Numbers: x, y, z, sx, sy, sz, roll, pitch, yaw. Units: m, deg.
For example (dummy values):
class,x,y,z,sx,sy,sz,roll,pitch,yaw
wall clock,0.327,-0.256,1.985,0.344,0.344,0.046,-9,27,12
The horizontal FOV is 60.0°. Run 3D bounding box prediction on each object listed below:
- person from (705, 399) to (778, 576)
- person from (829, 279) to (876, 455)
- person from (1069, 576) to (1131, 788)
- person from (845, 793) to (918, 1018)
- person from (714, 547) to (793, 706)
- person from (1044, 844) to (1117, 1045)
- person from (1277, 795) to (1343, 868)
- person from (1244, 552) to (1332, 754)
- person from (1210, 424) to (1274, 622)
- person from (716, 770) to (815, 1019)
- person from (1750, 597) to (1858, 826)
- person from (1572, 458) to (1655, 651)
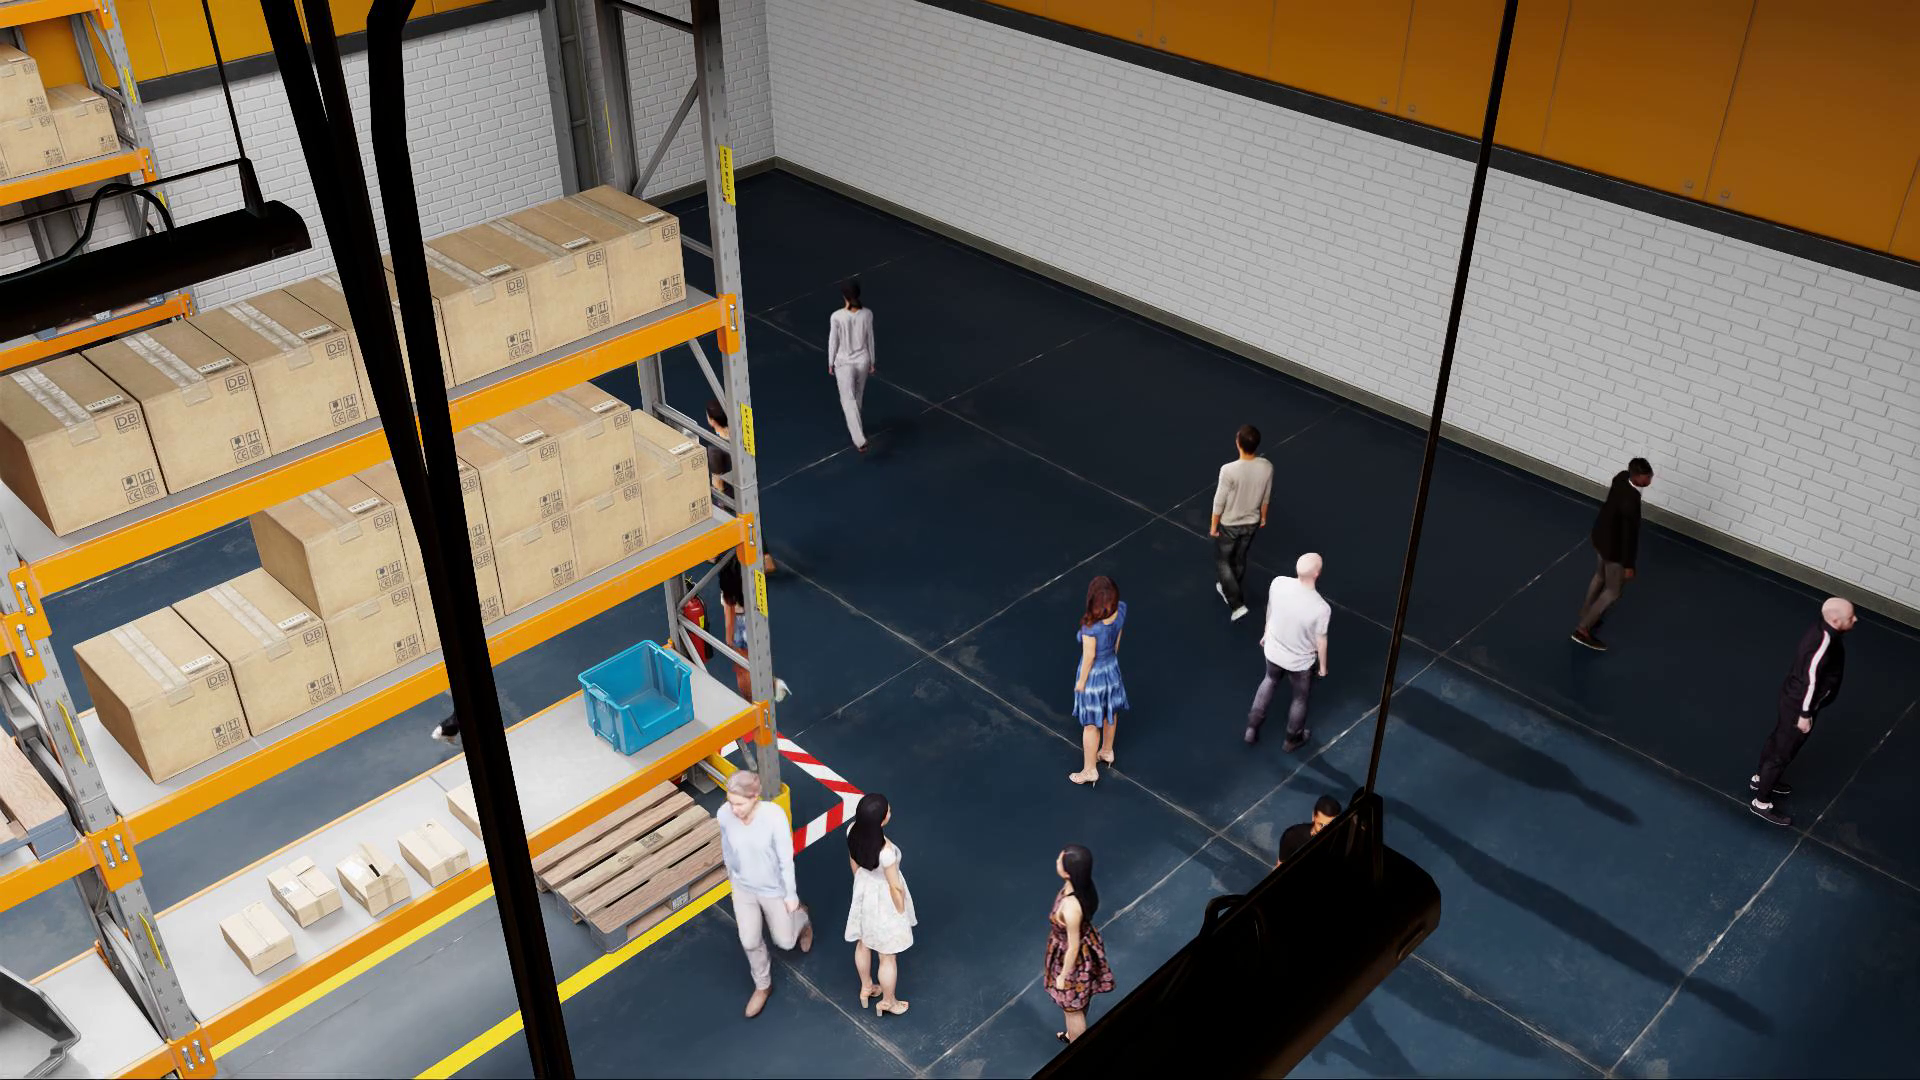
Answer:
class,x,y,z,sx,sy,sz,roll,pitch,yaw
person,-1.904,-0.413,14.299,0.721,1.693,0.986,26,41,33
person,-1.016,-1.663,16.133,1.075,1.745,0.978,-10,35,-14
person,0.998,1.013,12.052,0.758,1.806,0.552,22,40,30
person,-0.503,2.245,10.226,0.609,1.775,0.628,-29,43,-36
person,-1.572,0.726,12.660,0.825,1.610,0.780,3,34,5
person,0.662,2.478,9.877,0.857,1.773,0.777,7,34,11
person,2.140,2.217,10.299,0.973,1.741,1.136,6,34,9
person,2.395,0.865,12.260,0.804,1.821,0.687,-29,43,-36
person,2.328,-0.117,13.757,1.002,1.799,0.985,-9,35,-13
person,-1.201,2.105,10.354,0.955,1.867,1.105,9,35,13
person,5.961,1.157,11.807,0.806,1.836,0.636,16,37,22
person,5.323,0.040,13.538,0.838,1.781,0.767,-7,34,-11
